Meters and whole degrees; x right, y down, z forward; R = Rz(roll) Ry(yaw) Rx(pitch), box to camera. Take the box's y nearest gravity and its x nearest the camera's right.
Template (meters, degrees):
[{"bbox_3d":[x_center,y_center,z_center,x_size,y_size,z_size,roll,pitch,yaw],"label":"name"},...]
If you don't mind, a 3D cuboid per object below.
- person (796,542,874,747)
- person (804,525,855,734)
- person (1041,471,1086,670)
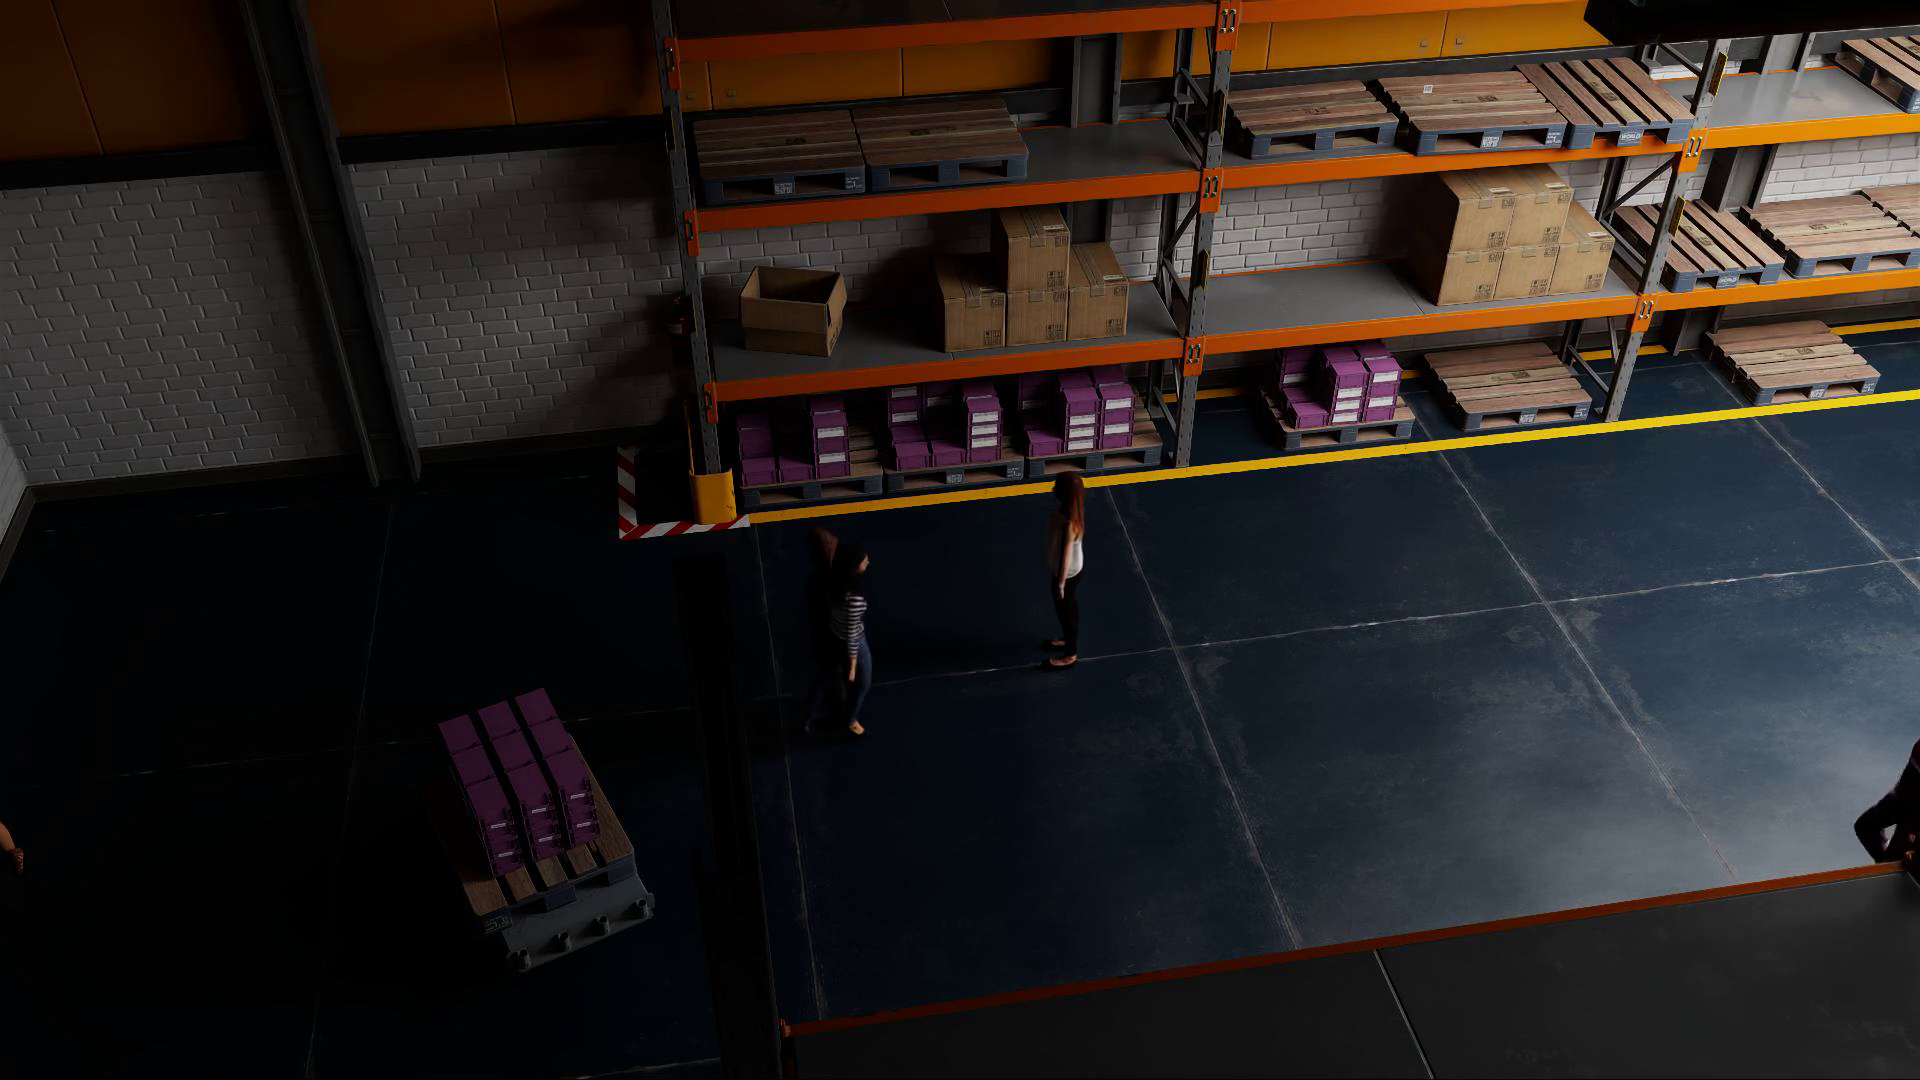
[{"bbox_3d":[-0.840,0.747,11.285,0.880,1.759,0.800,-27,46,-30],"label":"person"},{"bbox_3d":[-0.887,0.610,11.471,0.649,1.743,0.652,10,40,12],"label":"person"},{"bbox_3d":[0.778,0.202,11.999,0.600,1.720,0.622,5,39,7],"label":"person"}]
